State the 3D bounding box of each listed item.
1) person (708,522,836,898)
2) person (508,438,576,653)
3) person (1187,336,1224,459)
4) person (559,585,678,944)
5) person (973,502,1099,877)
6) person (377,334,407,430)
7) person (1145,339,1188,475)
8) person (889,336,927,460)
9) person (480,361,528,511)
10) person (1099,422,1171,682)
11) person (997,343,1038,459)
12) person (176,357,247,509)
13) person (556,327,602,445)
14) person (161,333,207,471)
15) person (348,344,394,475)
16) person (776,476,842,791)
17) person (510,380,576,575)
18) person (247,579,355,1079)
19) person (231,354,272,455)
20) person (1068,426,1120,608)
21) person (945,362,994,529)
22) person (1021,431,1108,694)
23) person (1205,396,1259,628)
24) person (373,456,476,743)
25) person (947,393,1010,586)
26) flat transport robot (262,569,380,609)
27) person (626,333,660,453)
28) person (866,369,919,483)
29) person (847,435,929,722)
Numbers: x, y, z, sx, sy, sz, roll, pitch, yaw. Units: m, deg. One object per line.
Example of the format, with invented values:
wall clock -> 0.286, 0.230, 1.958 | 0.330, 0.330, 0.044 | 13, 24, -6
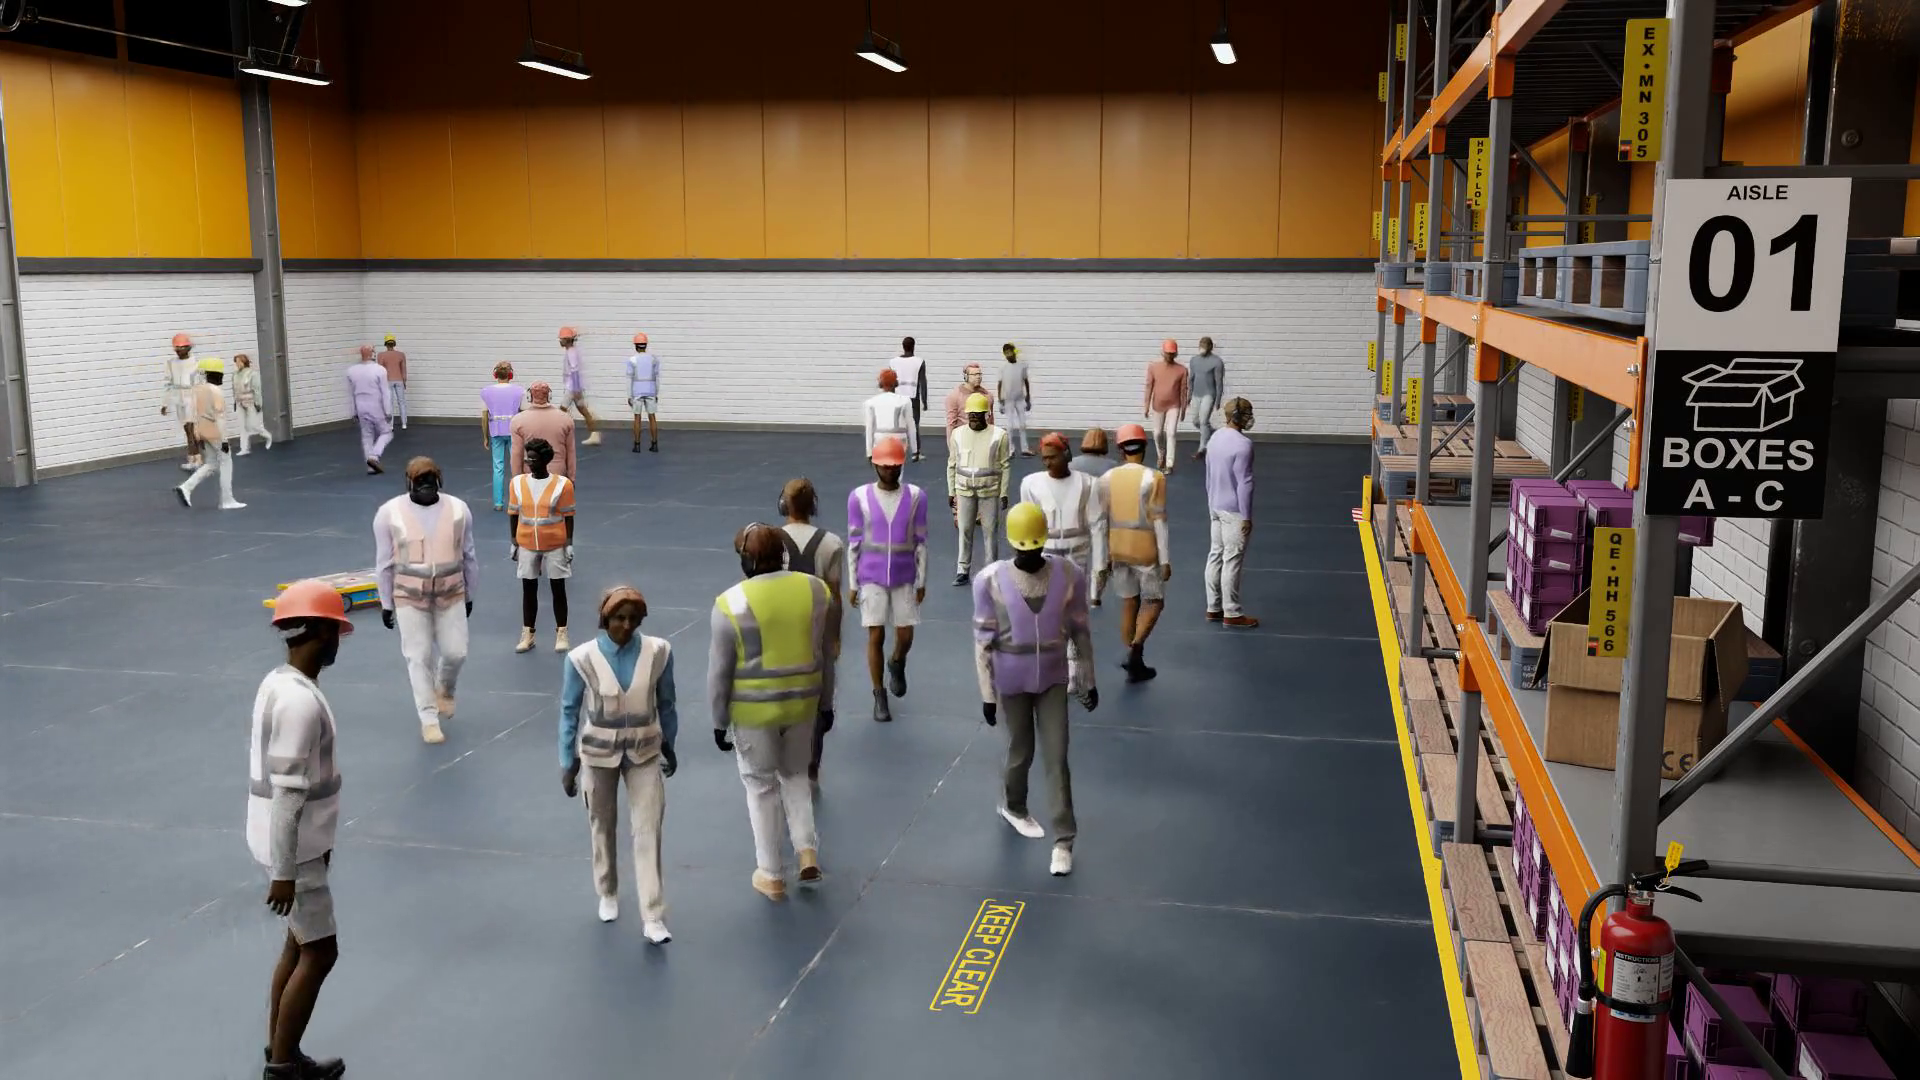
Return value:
person -> -0.901, 0.816, 7.952 | 0.640, 1.822, 0.445 | -5, 11, -29
person -> -3.265, 0.042, 12.999 | 0.530, 1.695, 0.321 | 0, 9, 1
person -> 3.881, -2.247, 26.119 | 0.701, 1.921, 0.639 | -8, 13, -41
person -> -1.509, 1.009, 7.448 | 0.551, 1.593, 0.828 | -3, 10, -20
person -> 0.385, 0.703, 8.509 | 0.665, 1.872, 0.839 | -2, 10, -10
person -> -10.376, -2.881, 30.395 | 0.526, 1.769, 0.328 | -7, 11, -34
person -> 3.021, -1.964, 24.284 | 0.625, 1.967, 0.849 | 2, 10, 14
person -> -0.800, -2.186, 25.757 | 0.596, 1.915, 0.374 | 3, 10, 19
person -> -5.572, -1.264, 20.416 | 0.568, 1.845, 0.386 | -2, 10, -11
person -> 1.277, 0.104, 12.027 | 0.601, 1.897, 0.452 | 7, 12, 38
person -> 0.869, -2.158, 25.862 | 0.618, 1.831, 0.462 | -2, 10, -12
person -> -9.245, -1.299, 20.464 | 0.591, 1.904, 0.706 | 8, 13, 41
person -> -6.522, -2.556, 27.769 | 1.073, 1.985, 0.631 | -1, 9, -7
person -> -11.408, -2.009, 24.378 | 0.633, 2.012, 0.873 | 1, 9, 6
person -> -8.439, -1.869, 23.896 | 0.667, 1.895, 0.428 | 3, 10, 17
person -> -0.914, 0.551, 9.514 | 0.508, 1.833, 0.460 | -2, 10, -14
person -> -4.087, -0.609, 16.289 | 0.652, 1.906, 0.402 | -5, 11, -29
person -> -2.373, 1.098, 6.050 | 0.469, 1.888, 0.646 | -5, 10, -26
person -> -11.330, -2.167, 26.541 | 0.526, 1.626, 0.552 | 4, 10, 21
person -> 1.151, -0.184, 14.583 | 0.525, 1.618, 0.448 | 1, 9, 4
person -> 0.145, -1.082, 19.125 | 0.641, 1.913, 0.407 | -6, 11, -32
person -> 0.726, 0.155, 11.771 | 0.616, 1.872, 0.431 | 0, 9, 1
person -> 2.271, -0.235, 13.949 | 0.374, 1.936, 0.629 | -3, 10, -19
person -> -3.411, 0.366, 10.652 | 0.632, 1.827, 0.517 | -5, 11, -27
person -> 0.167, -0.466, 15.650 | 0.603, 1.830, 0.404 | 2, 10, 14
flat transport robot -> -5.414, 0.436, 14.905 | 0.652, 0.197, 1.431 | 7, 12, 37
person -> -5.119, -2.368, 26.836 | 0.556, 1.930, 0.386 | -4, 10, -25
person -> -0.830, -1.031, 19.017 | 0.583, 1.855, 0.901 | 4, 10, 25
person -> -0.488, 0.235, 11.185 | 0.551, 1.922, 0.573 | -1, 10, -8
